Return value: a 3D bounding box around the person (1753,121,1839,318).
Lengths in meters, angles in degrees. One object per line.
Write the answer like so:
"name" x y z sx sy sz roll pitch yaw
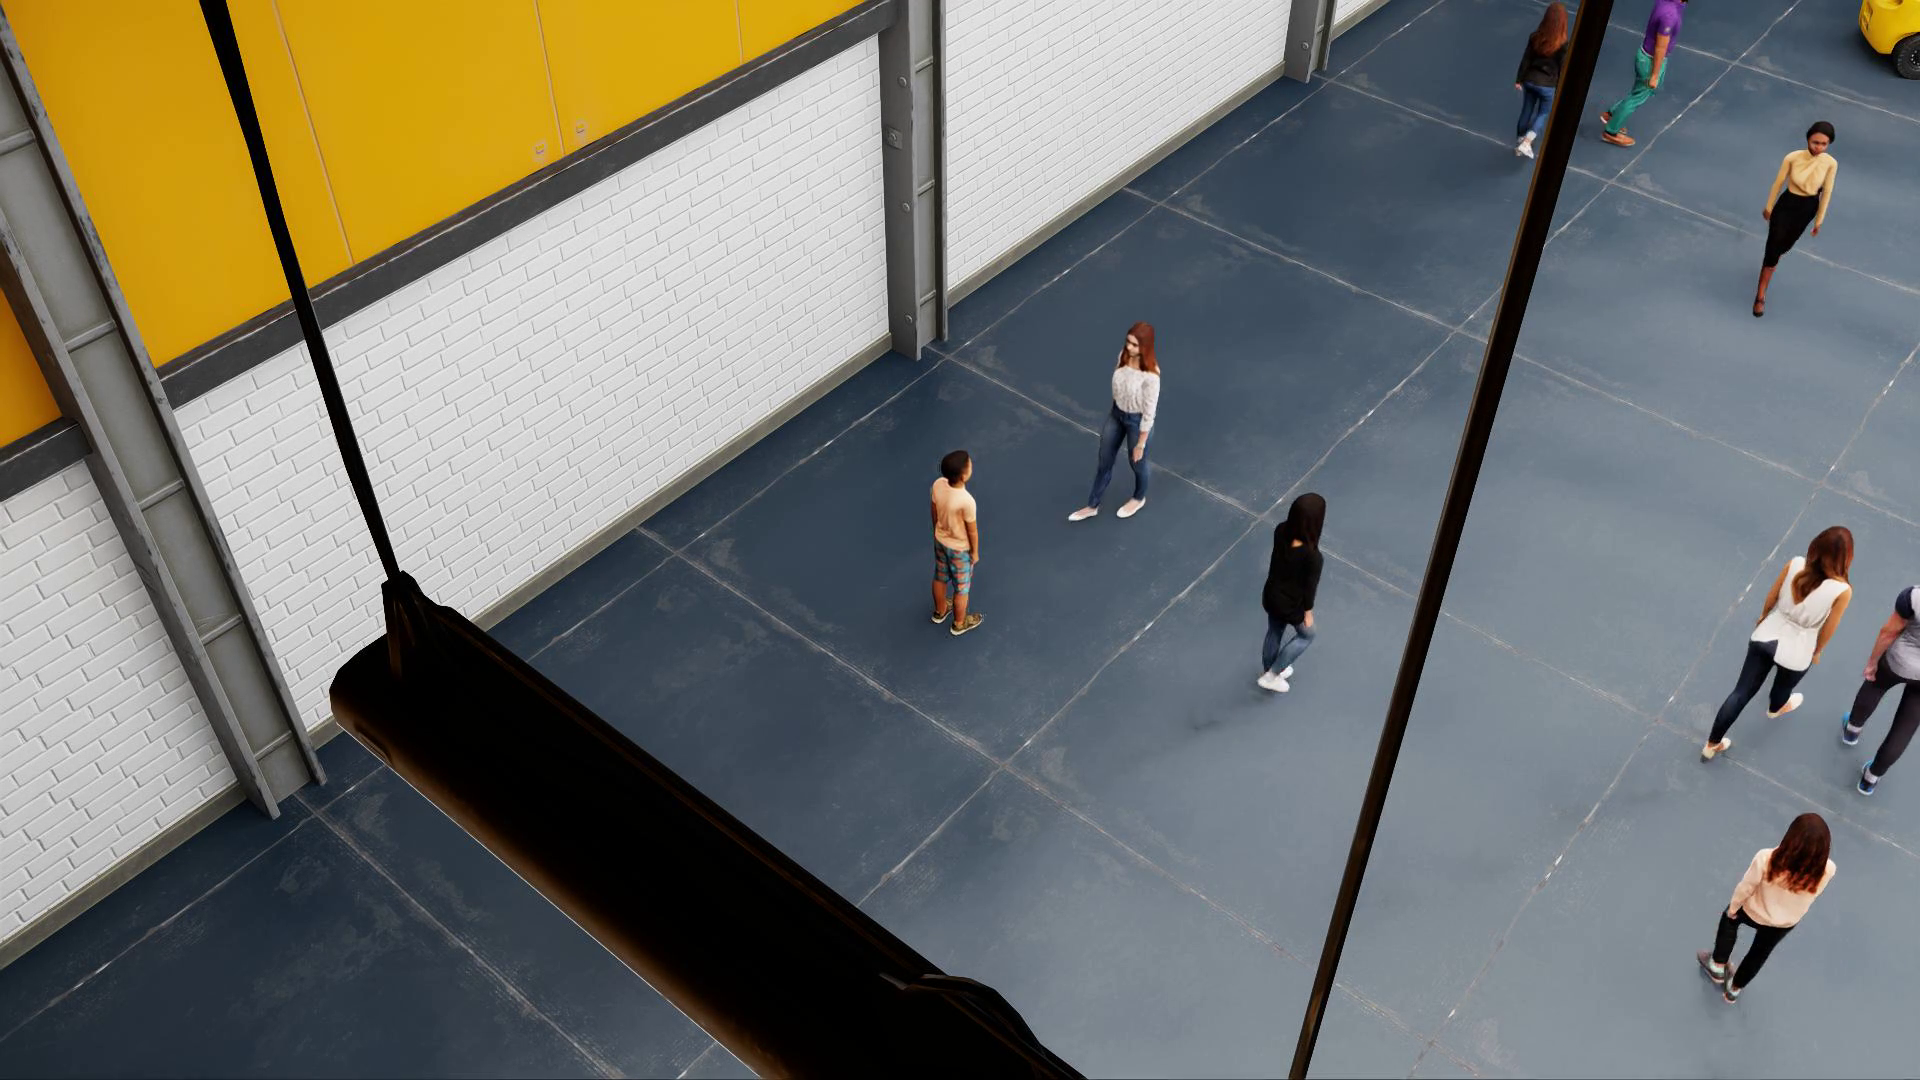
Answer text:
"person" 6.827 -2.689 13.632 0.845 1.608 1.079 11 45 11

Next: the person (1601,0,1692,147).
"person" 6.329 -4.439 15.377 0.826 1.735 0.749 12 45 12

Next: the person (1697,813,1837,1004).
"person" 4.292 2.002 8.805 0.662 1.475 0.674 10 45 11

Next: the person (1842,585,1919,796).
"person" 5.618 0.833 9.797 0.797 1.798 0.917 23 48 23

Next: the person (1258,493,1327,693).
"person" 2.005 0.378 10.388 0.675 1.642 0.663 -22 48 -21

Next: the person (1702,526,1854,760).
"person" 4.877 0.691 9.989 1.127 1.739 0.773 -24 49 -23

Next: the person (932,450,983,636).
"person" -0.045 0.011 10.907 0.525 1.457 0.477 32 52 29

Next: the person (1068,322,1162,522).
"person" 1.260 -0.847 11.621 0.916 1.715 0.719 -27 50 -25

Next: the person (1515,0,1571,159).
"person" 5.322 -4.190 15.308 0.571 1.471 0.632 31 52 28
